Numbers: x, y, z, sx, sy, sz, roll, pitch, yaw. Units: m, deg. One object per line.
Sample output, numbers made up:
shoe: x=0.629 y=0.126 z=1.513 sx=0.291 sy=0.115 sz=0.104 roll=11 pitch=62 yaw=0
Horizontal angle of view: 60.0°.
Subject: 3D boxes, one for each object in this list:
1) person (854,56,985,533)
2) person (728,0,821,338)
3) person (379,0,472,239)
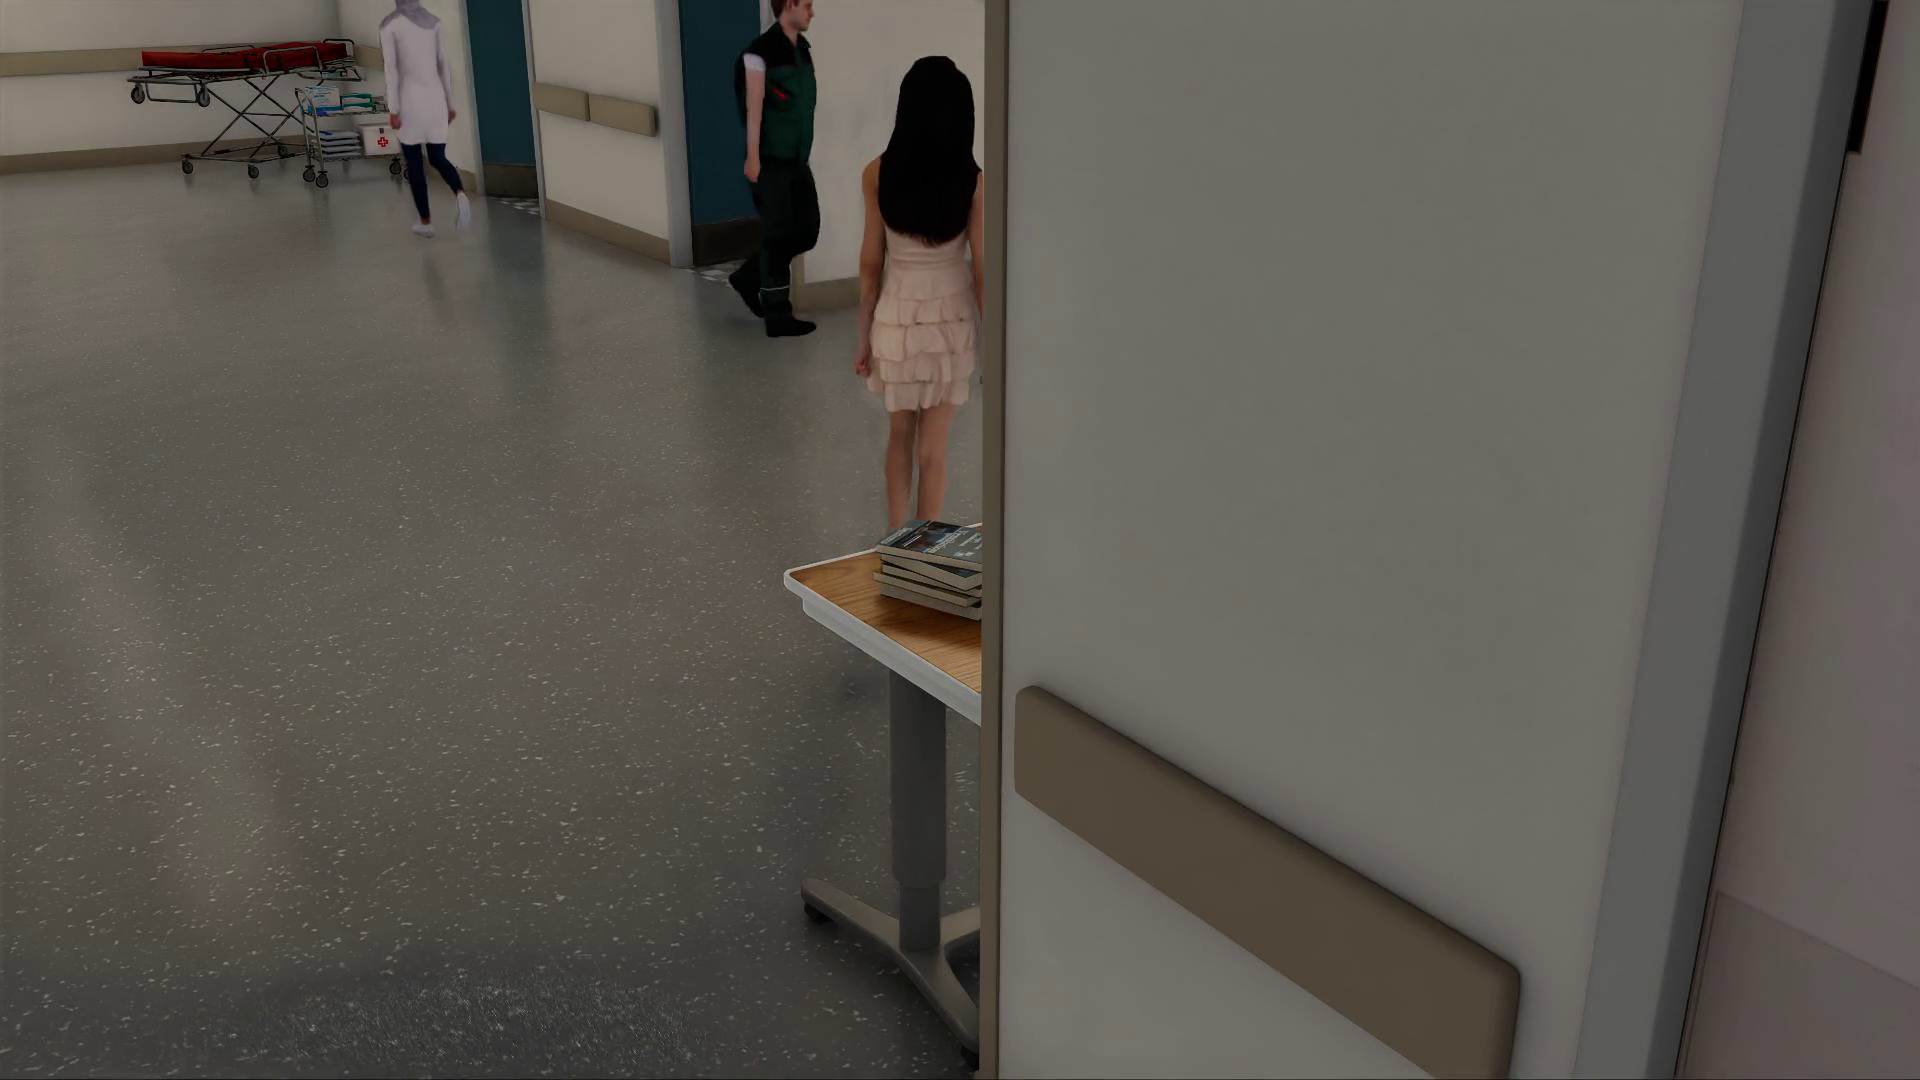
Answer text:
person: x=-0.135 y=-0.560 z=5.046 sx=0.762 sy=1.723 sz=0.823 roll=4 pitch=21 yaw=11
person: x=-0.991 y=-1.996 z=8.695 sx=1.003 sy=1.823 sz=0.907 roll=13 pitch=24 yaw=31
person: x=-3.556 y=-2.866 z=11.087 sx=0.692 sy=1.756 sz=0.993 roll=-17 pitch=27 yaw=-38
